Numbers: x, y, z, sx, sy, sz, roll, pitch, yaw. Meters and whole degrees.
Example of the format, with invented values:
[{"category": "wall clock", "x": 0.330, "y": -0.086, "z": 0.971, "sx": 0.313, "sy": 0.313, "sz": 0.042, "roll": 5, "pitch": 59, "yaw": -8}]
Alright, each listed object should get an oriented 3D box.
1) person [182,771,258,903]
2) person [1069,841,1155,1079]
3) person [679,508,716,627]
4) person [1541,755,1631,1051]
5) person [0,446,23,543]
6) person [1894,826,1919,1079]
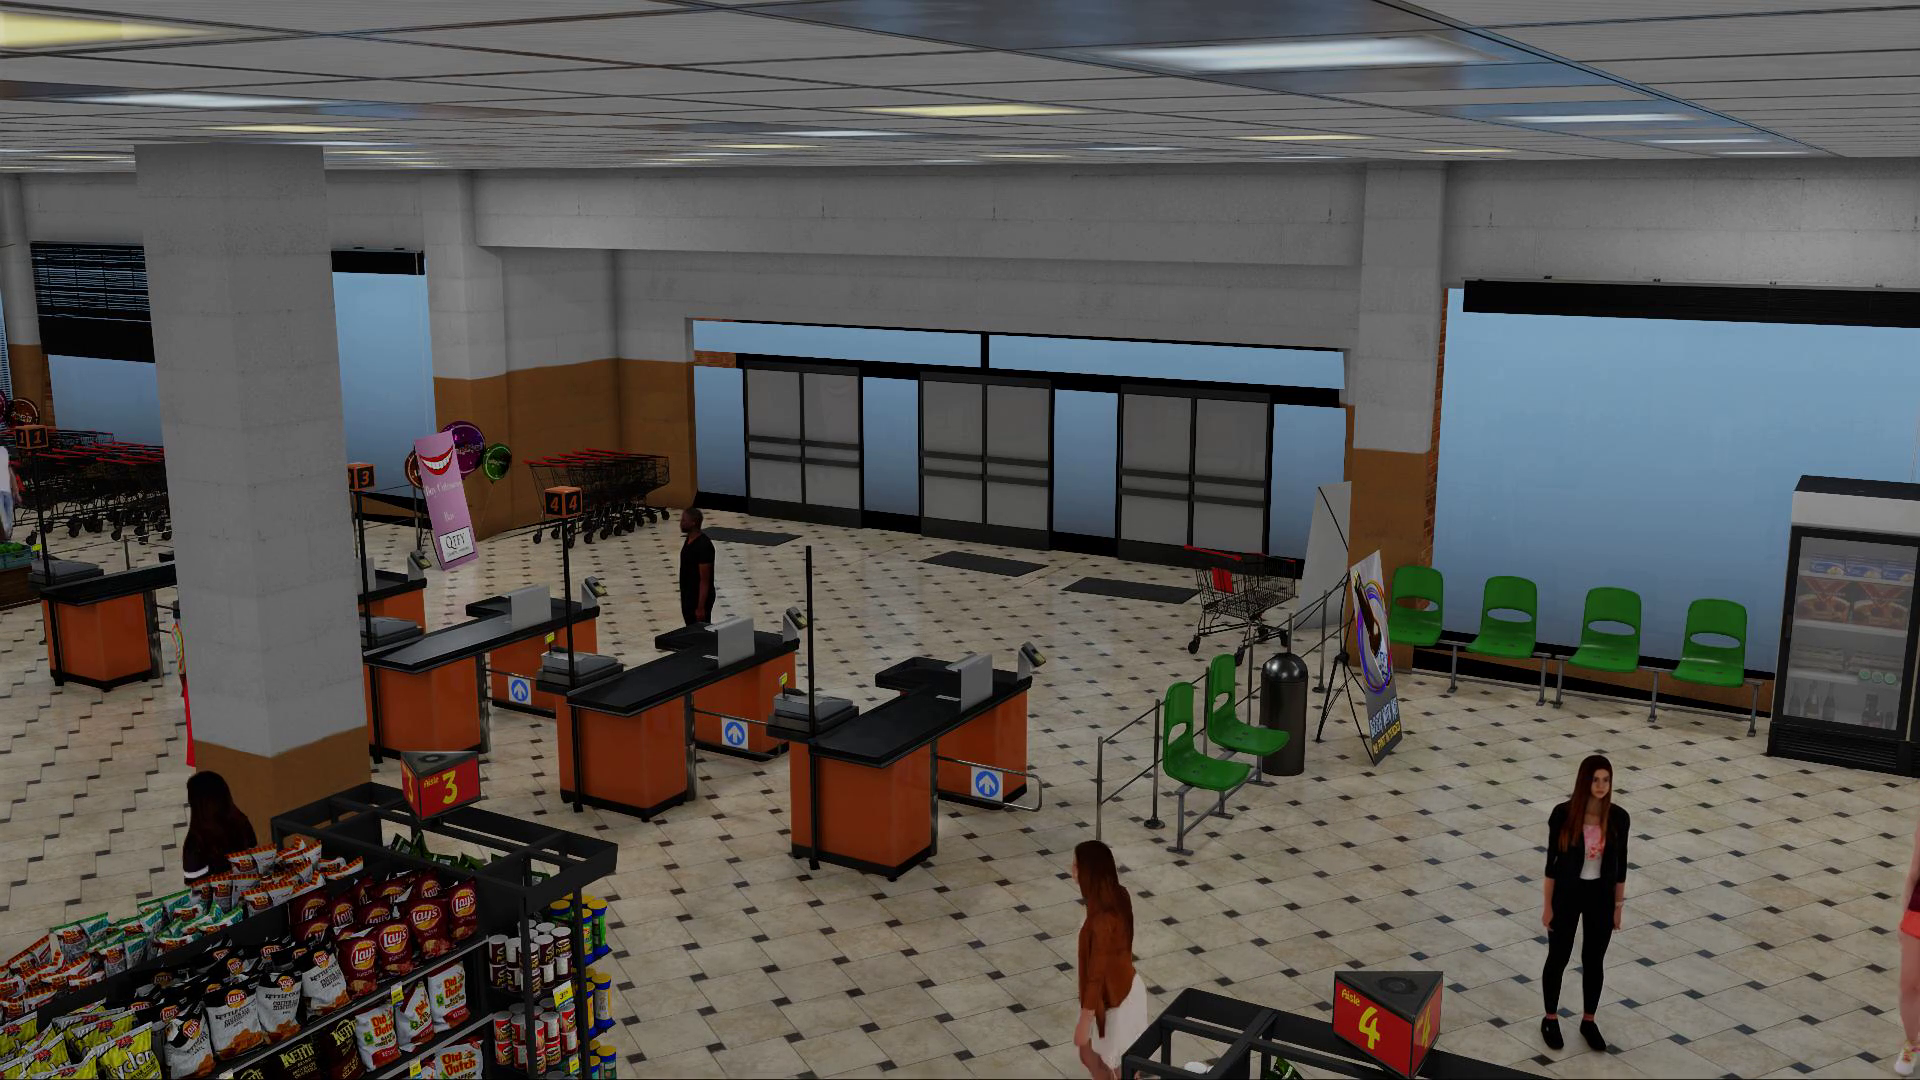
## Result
[{"category": "person", "x": -3.966, "y": 2.090, "z": 9.168, "sx": 0.852, "sy": 1.590, "sz": 1.135, "roll": 4, "pitch": 12, "yaw": 16}, {"category": "person", "x": 0.834, "y": 2.268, "z": 8.074, "sx": 0.805, "sy": 1.692, "sz": 0.736, "roll": 2, "pitch": 12, "yaw": 10}, {"category": "person", "x": -2.486, "y": 0.581, "z": 15.777, "sx": 0.751, "sy": 1.819, "sz": 0.750, "roll": -6, "pitch": 13, "yaw": -28}, {"category": "person", "x": 3.469, "y": 2.003, "z": 9.288, "sx": 0.654, "sy": 1.710, "sz": 0.645, "roll": 2, "pitch": 12, "yaw": 10}, {"category": "person", "x": -12.311, "y": -0.556, "z": 21.138, "sx": 0.845, "sy": 1.836, "sz": 0.750, "roll": 1, "pitch": 12, "yaw": 7}, {"category": "person", "x": 5.306, "y": 2.053, "z": 8.957, "sx": 0.576, "sy": 1.748, "sz": 0.611, "roll": 8, "pitch": 14, "yaw": 32}]
